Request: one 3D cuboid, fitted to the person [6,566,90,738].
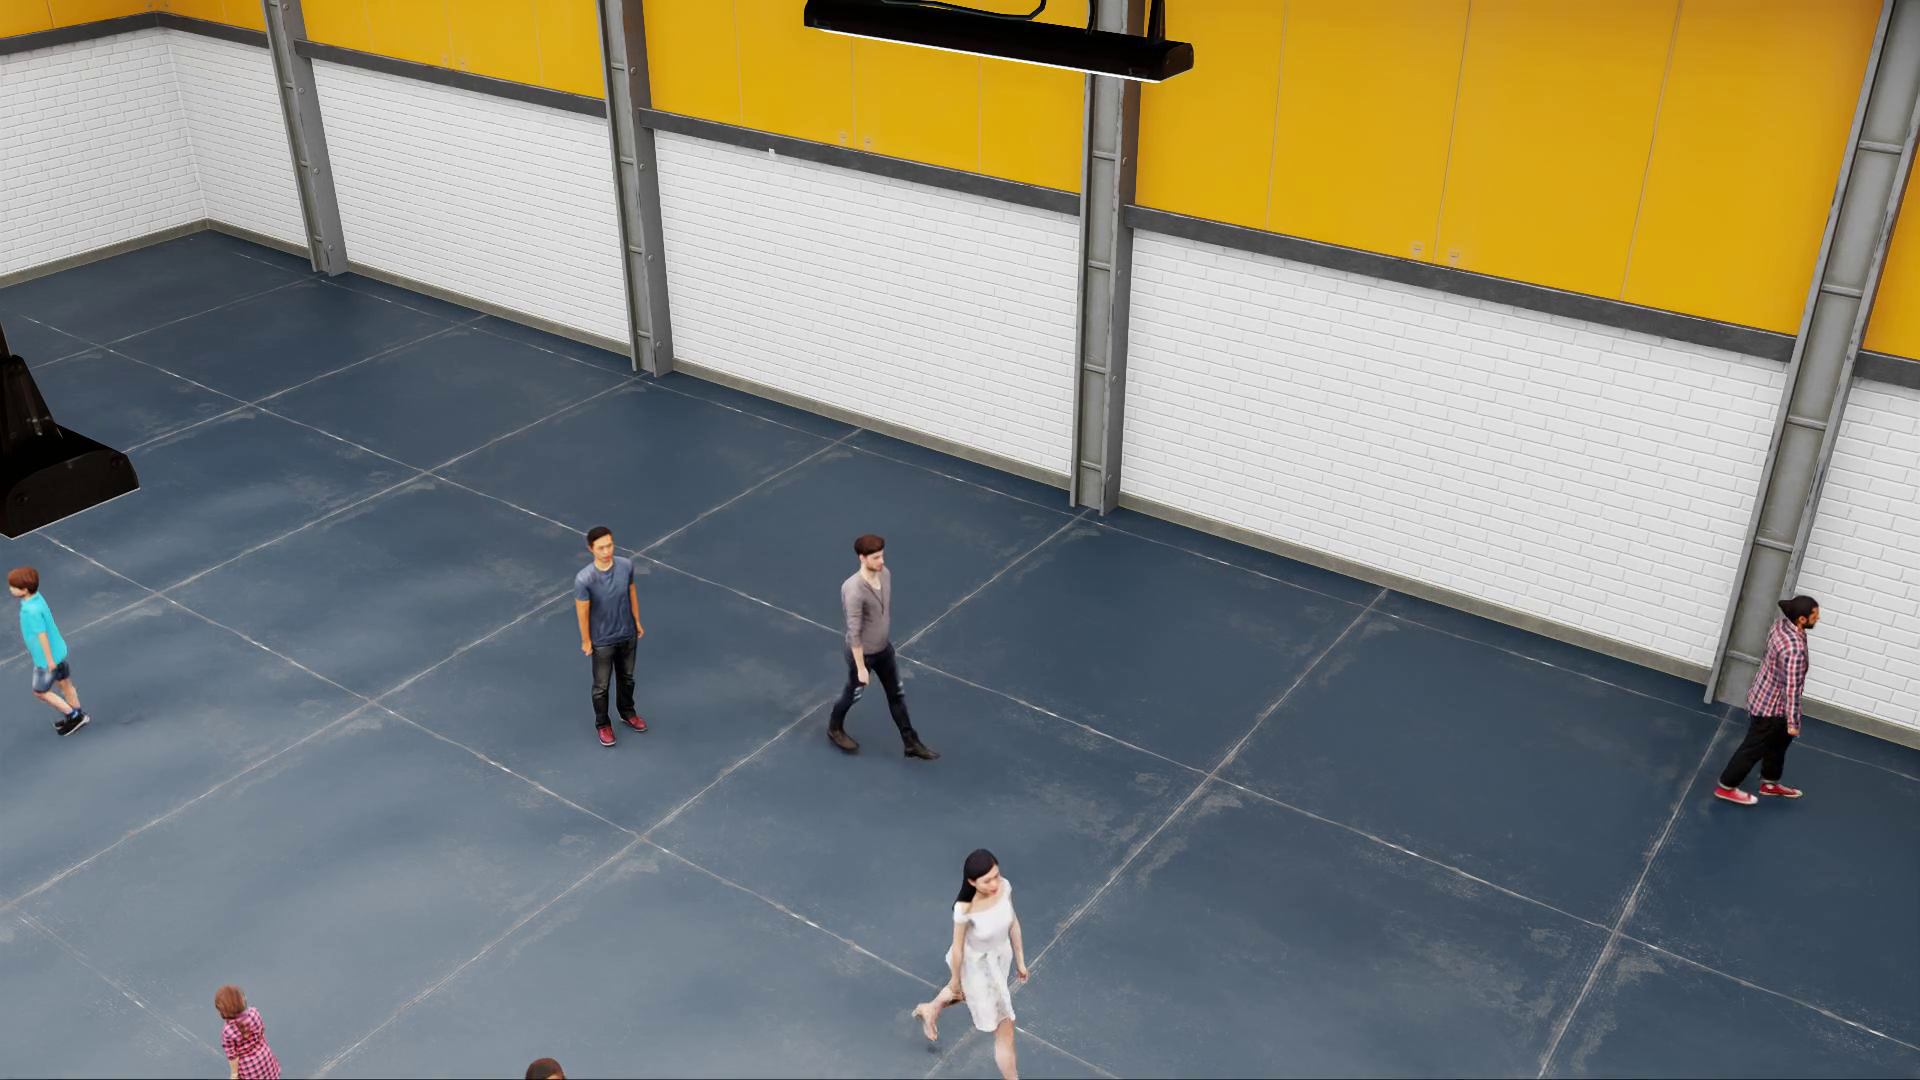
[{"bbox_3d":[-6.935,0.830,12.771,0.673,1.441,0.596,-11,30,-19],"label":"person"}]

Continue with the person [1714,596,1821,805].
[{"bbox_3d":[5.720,1.149,11.868,0.963,1.744,0.866,8,30,14],"label":"person"}]

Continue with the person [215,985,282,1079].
[{"bbox_3d":[-4.011,2.914,9.387,0.488,1.022,0.460,12,31,20],"label":"person"}]

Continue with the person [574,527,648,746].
[{"bbox_3d":[-2.651,0.695,12.633,0.707,1.809,0.629,-22,36,-35],"label":"person"}]

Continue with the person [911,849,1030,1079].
[{"bbox_3d":[0.066,2.442,9.526,1.269,1.717,0.705,24,37,37],"label":"person"}]

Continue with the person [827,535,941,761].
[{"bbox_3d":[-0.756,0.808,12.383,1.158,1.852,0.706,19,34,31],"label":"person"}]
